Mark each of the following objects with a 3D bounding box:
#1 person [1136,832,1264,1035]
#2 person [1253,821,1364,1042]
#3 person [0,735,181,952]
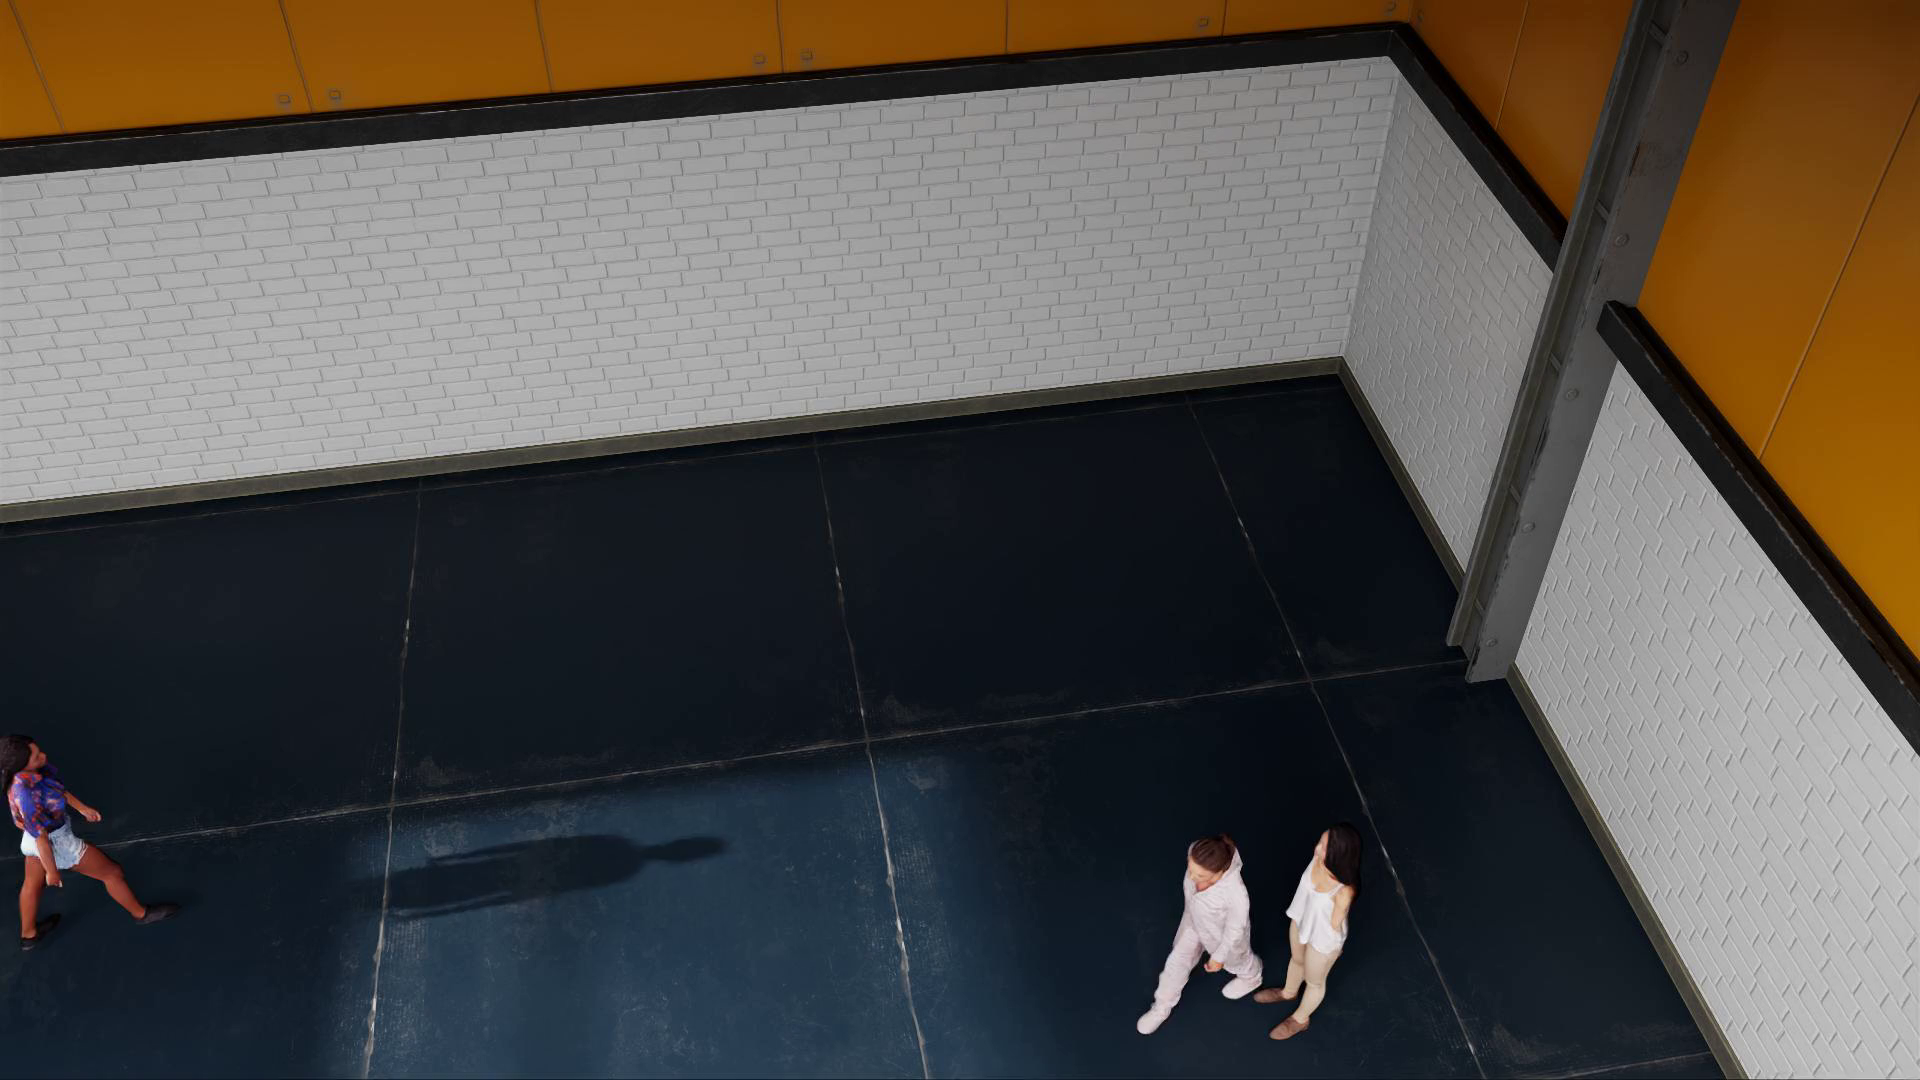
[{"bbox_3d":[1.427,2.013,8.850,0.990,1.637,1.078,-23,48,-23],"label":"person"},{"bbox_3d":[1.910,2.040,8.808,0.622,1.655,0.563,-34,53,-30],"label":"person"},{"bbox_3d":[-5.058,1.700,9.144,0.965,1.684,1.090,-28,50,-26],"label":"person"}]
